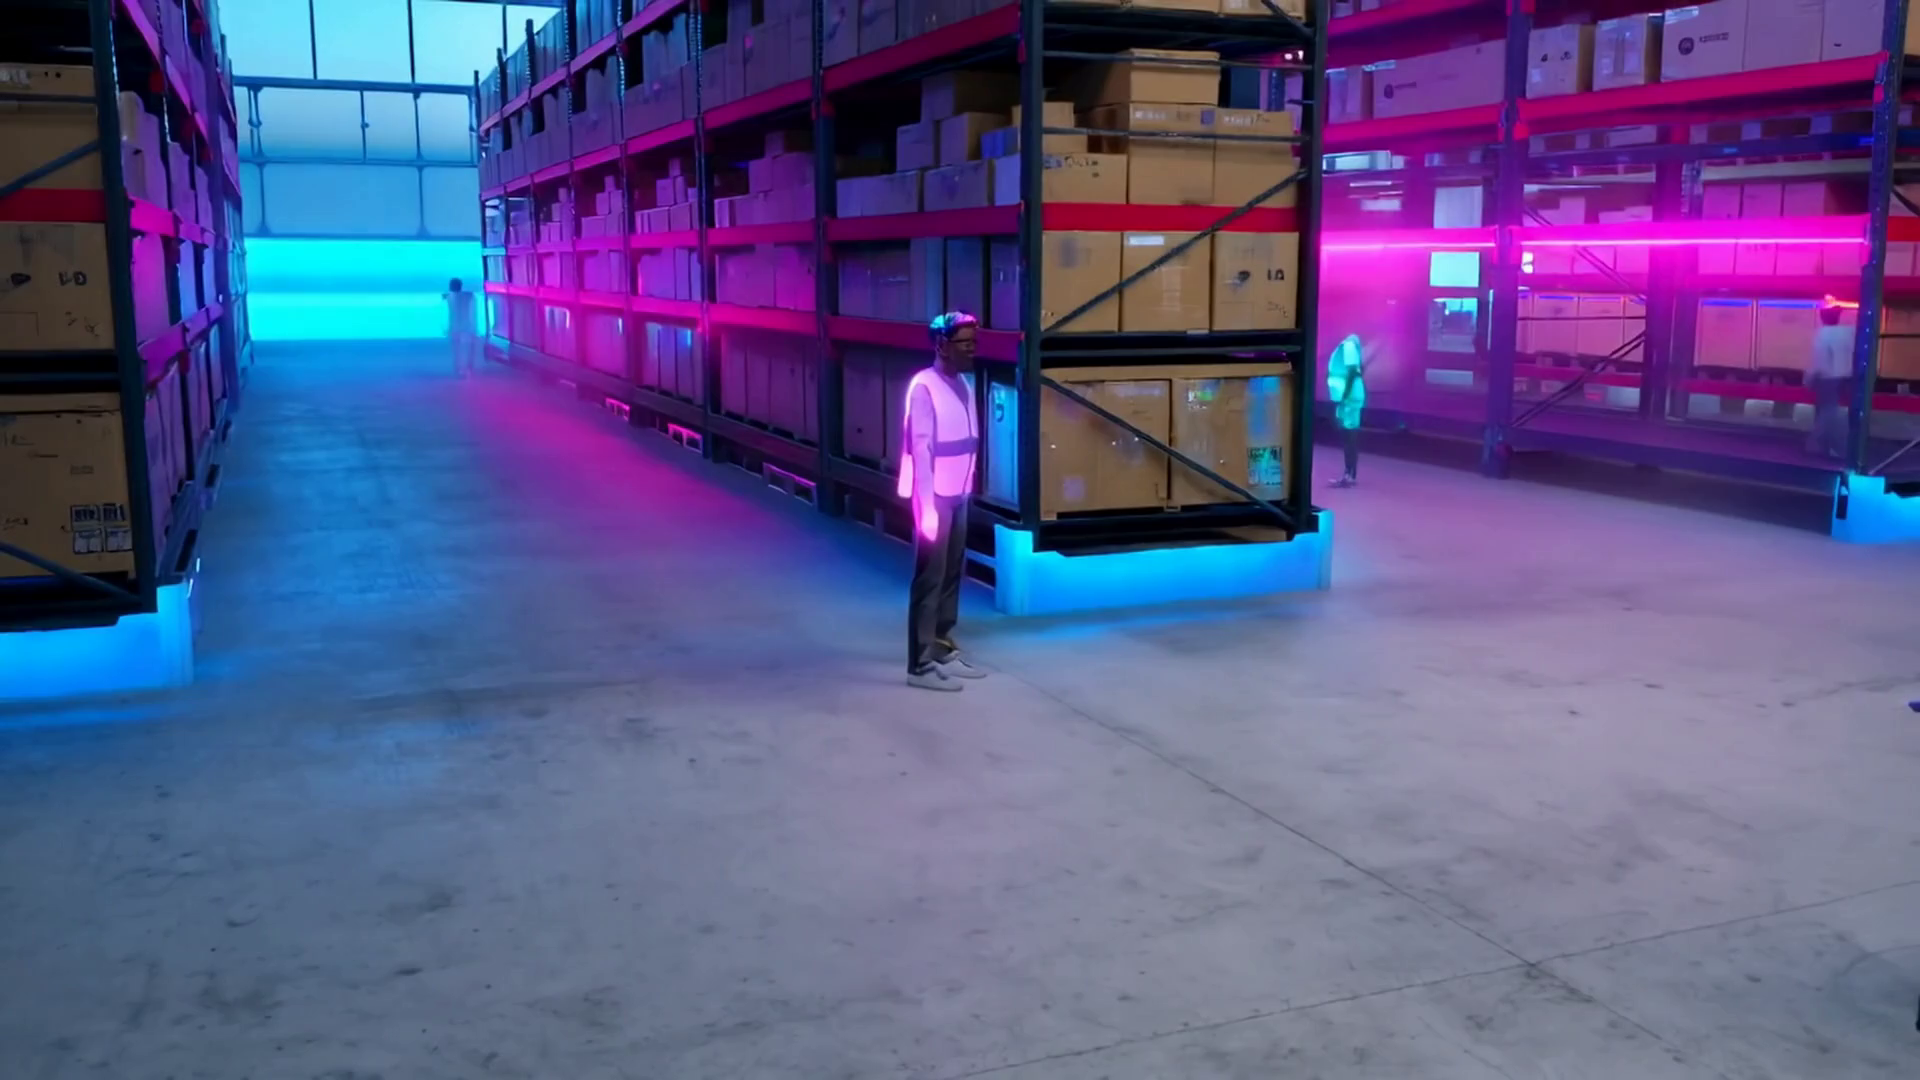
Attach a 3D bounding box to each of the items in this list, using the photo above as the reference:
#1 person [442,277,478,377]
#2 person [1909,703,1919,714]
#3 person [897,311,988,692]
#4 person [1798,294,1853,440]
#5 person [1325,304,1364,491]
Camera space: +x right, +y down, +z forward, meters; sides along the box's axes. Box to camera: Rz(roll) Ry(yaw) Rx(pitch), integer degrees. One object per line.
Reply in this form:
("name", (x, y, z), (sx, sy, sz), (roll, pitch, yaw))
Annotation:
("person", (-9.089, -3.875, 30.268), (0.626, 1.818, 0.859), (-4, 10, -20))
("person", (4.640, -0.124, 7.554), (0.642, 1.900, 0.400), (-9, 13, -43))
("person", (-0.091, -0.191, 8.140), (0.396, 1.841, 0.565), (4, 10, 23))
("person", (8.900, -1.668, 17.229), (0.553, 1.737, 0.739), (-5, 11, -26))
("person", (3.508, -1.292, 15.138), (0.321, 1.697, 0.530), (2, 10, 10))
